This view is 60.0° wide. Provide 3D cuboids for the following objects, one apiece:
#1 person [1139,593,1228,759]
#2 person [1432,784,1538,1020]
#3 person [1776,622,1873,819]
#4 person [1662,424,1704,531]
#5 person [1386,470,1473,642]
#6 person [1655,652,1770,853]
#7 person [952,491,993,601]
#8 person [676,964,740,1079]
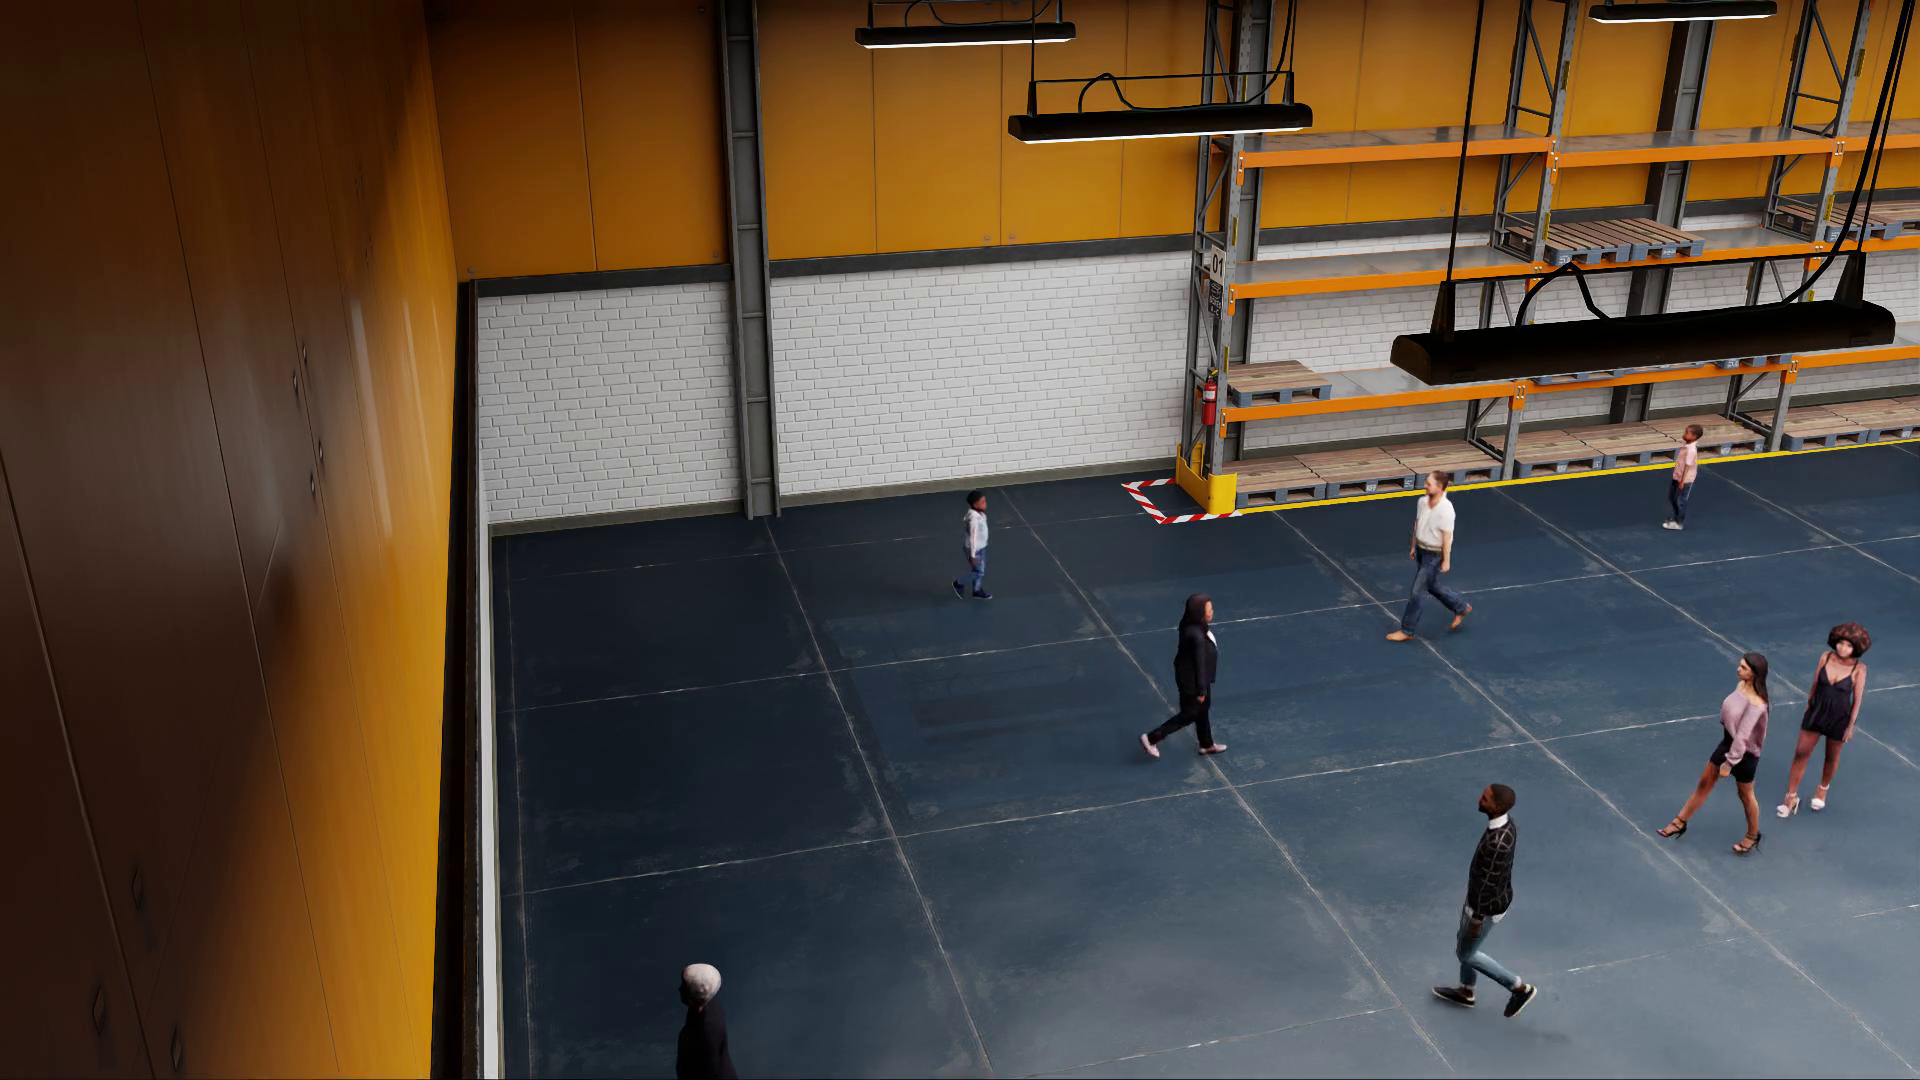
[{"bbox_3d":[1.963,1.228,14.563,1.102,1.590,0.780,-2,24,-4],"label":"person"},{"bbox_3d":[3.685,2.505,11.374,1.062,1.804,0.969,9,25,20],"label":"person"},{"bbox_3d":[7.246,1.463,13.805,0.826,1.767,0.950,21,31,39],"label":"person"},{"bbox_3d":[8.514,-0.730,19.401,0.611,1.303,0.591,6,24,13],"label":"person"},{"bbox_3d":[4.835,0.160,16.717,1.162,1.822,0.659,-5,24,-12],"label":"person"},{"bbox_3d":[6.272,1.732,13.184,1.127,1.771,0.854,1,24,3],"label":"person"},{"bbox_3d":[0.113,0.057,17.663,0.723,1.252,0.602,3,24,7],"label":"person"},{"bbox_3d":[-1.439,3.228,9.608,0.619,1.777,0.757,-3,24,-7],"label":"person"}]
